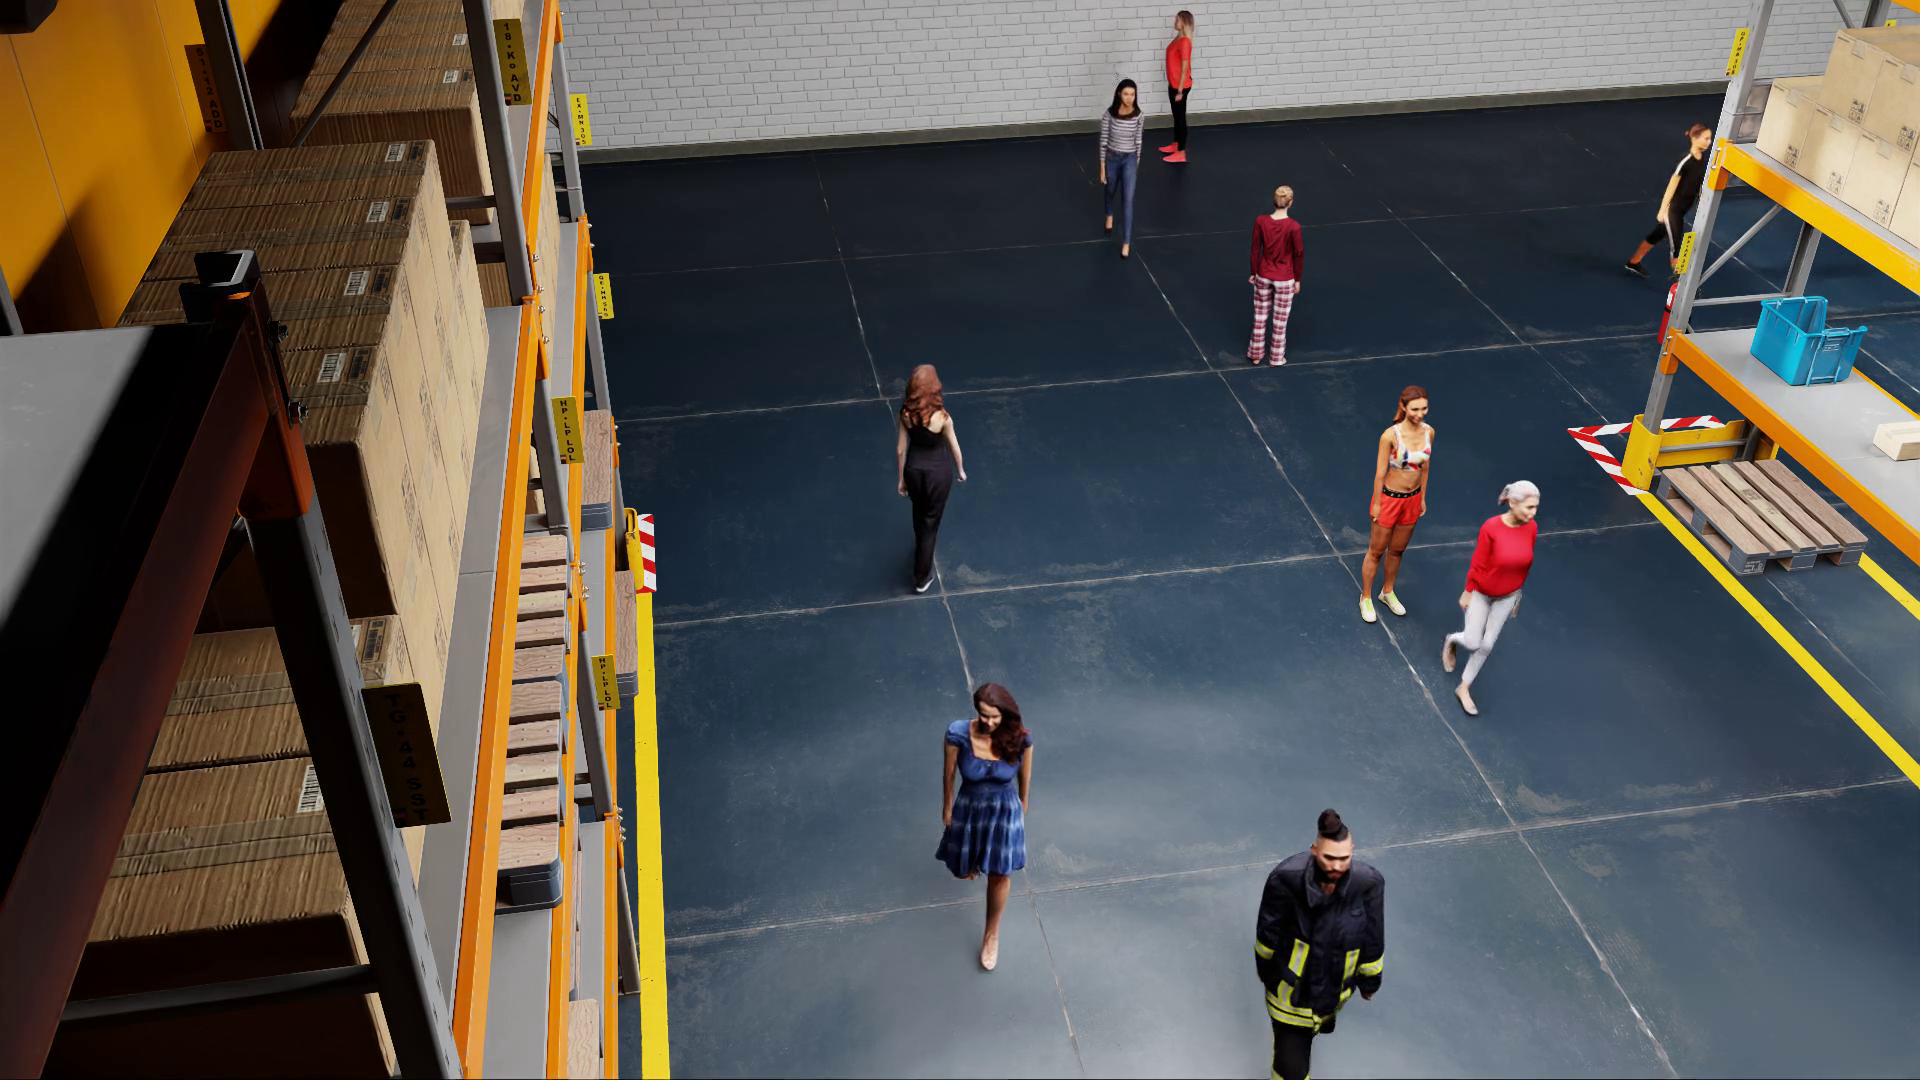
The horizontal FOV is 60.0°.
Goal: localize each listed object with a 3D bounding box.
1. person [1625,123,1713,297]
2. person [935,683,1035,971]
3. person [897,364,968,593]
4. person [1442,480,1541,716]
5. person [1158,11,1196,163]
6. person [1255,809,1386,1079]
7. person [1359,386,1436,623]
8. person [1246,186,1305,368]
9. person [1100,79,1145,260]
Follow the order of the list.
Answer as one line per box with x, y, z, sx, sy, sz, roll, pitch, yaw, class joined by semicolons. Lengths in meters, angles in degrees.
6.835;-3.221;16.035;0.954;1.621;1.178;-25;41;-32;person
0.131;1.451;8.851;0.788;1.794;0.965;2;34;3;person
-0.252;-0.394;11.688;0.832;1.726;0.988;10;35;15;person
3.375;0.310;10.676;0.581;1.672;0.773;-4;34;-6;person
2.500;-5.158;18.884;0.684;1.693;0.523;0;34;0;person
1.710;1.983;8.017;0.915;1.830;1.177;1;34;1;person
3.002;-0.265;11.435;0.598;1.791;0.592;-10;35;-15;person
2.771;-2.325;14.618;0.680;1.697;0.700;15;37;22;person
1.585;-3.773;16.762;0.738;1.735;1.214;-1;34;-1;person
